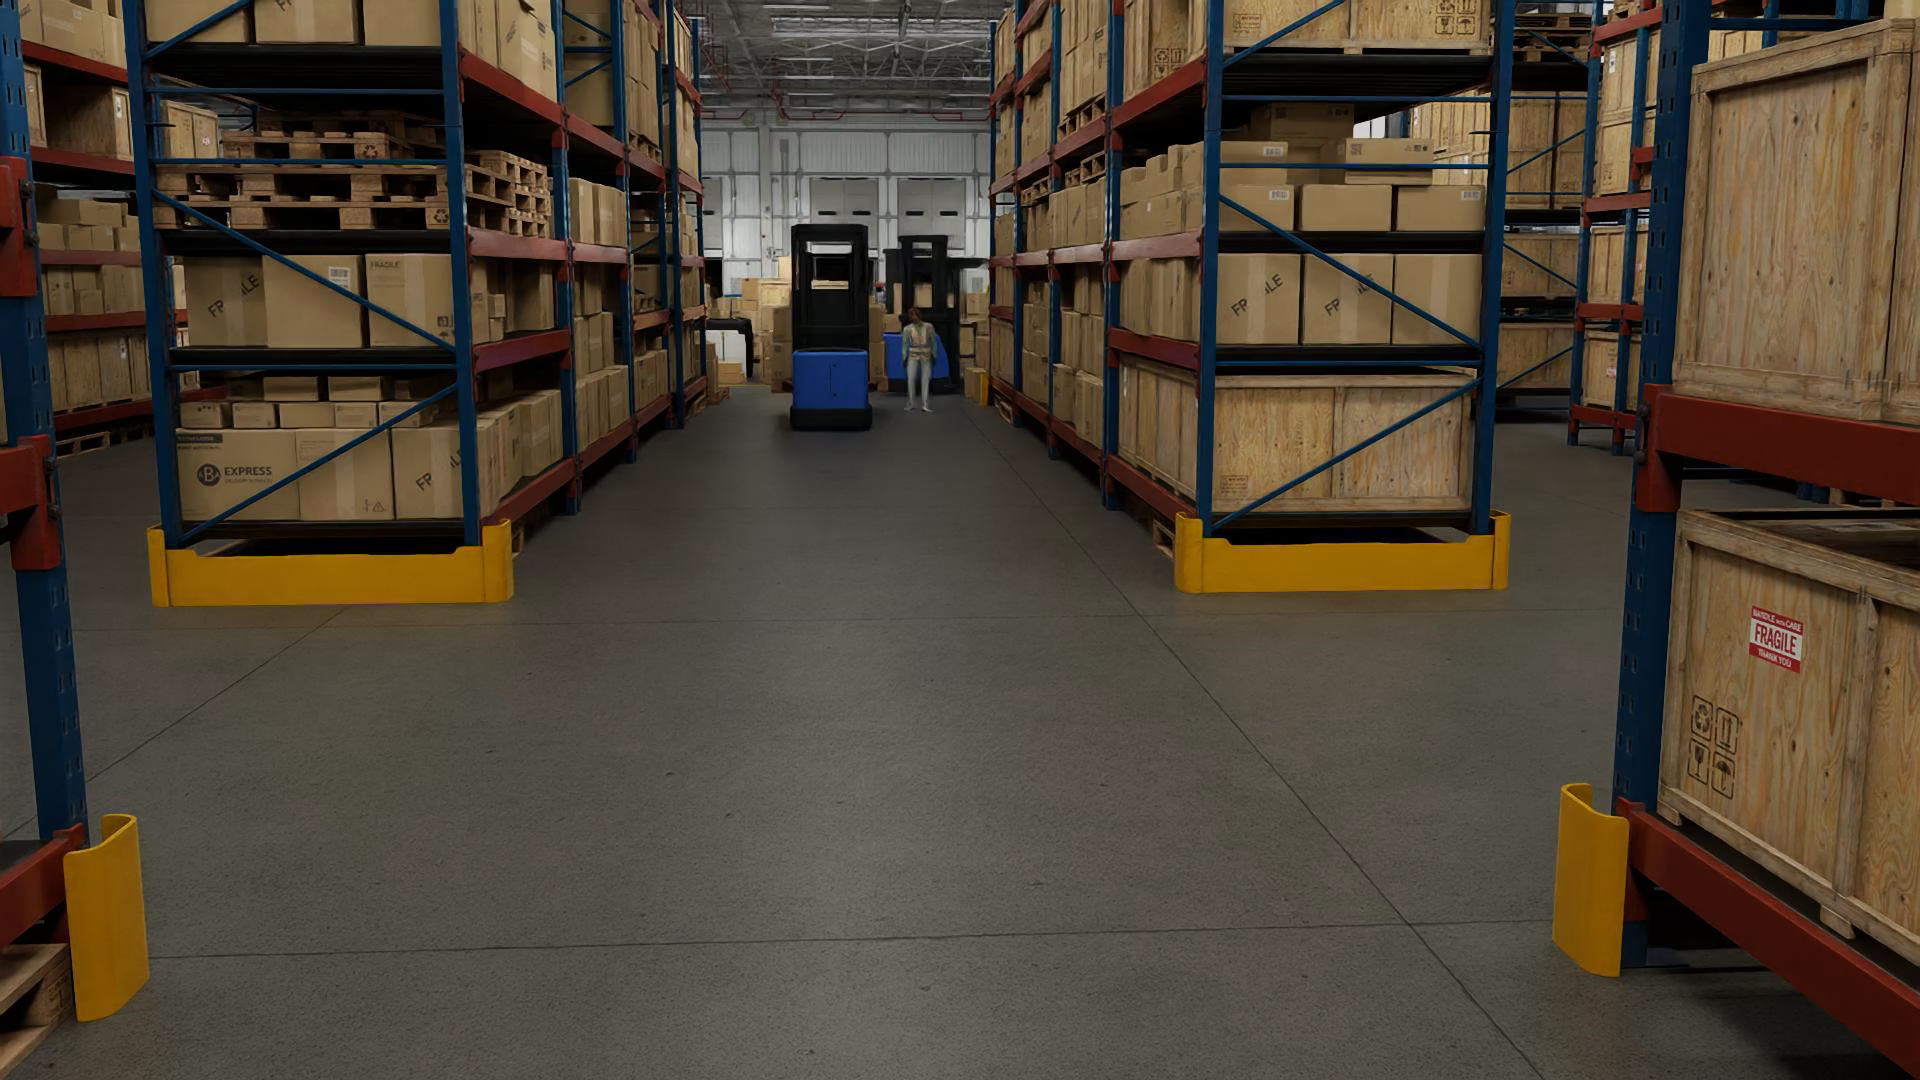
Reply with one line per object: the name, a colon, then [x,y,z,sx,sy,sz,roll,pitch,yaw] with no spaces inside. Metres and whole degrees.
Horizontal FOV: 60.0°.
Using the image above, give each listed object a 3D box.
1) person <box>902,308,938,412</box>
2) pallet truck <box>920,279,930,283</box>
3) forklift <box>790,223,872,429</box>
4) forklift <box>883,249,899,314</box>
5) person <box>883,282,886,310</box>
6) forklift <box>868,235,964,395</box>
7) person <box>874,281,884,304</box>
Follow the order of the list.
person: [-0.621,-2.792,25.848,0.569,1.622,0.349,0,9,1]
pallet truck: [-0.932,-8.922,63.114,1.885,1.965,0.823,2,9,13]
forklift: [-1.805,-3.000,23.167,1.129,2.768,1.873,-1,9,-4]
forklift: [-1.786,-6.475,44.989,1.873,2.768,1.129,2,9,11]
person: [-2.178,-7.019,51.360,0.376,1.937,0.629,-5,11,-31]
forklift: [-0.662,-4.024,29.594,1.129,2.768,1.873,8,12,40]
person: [-2.482,-7.258,52.919,0.535,1.922,0.558,4,10,25]
